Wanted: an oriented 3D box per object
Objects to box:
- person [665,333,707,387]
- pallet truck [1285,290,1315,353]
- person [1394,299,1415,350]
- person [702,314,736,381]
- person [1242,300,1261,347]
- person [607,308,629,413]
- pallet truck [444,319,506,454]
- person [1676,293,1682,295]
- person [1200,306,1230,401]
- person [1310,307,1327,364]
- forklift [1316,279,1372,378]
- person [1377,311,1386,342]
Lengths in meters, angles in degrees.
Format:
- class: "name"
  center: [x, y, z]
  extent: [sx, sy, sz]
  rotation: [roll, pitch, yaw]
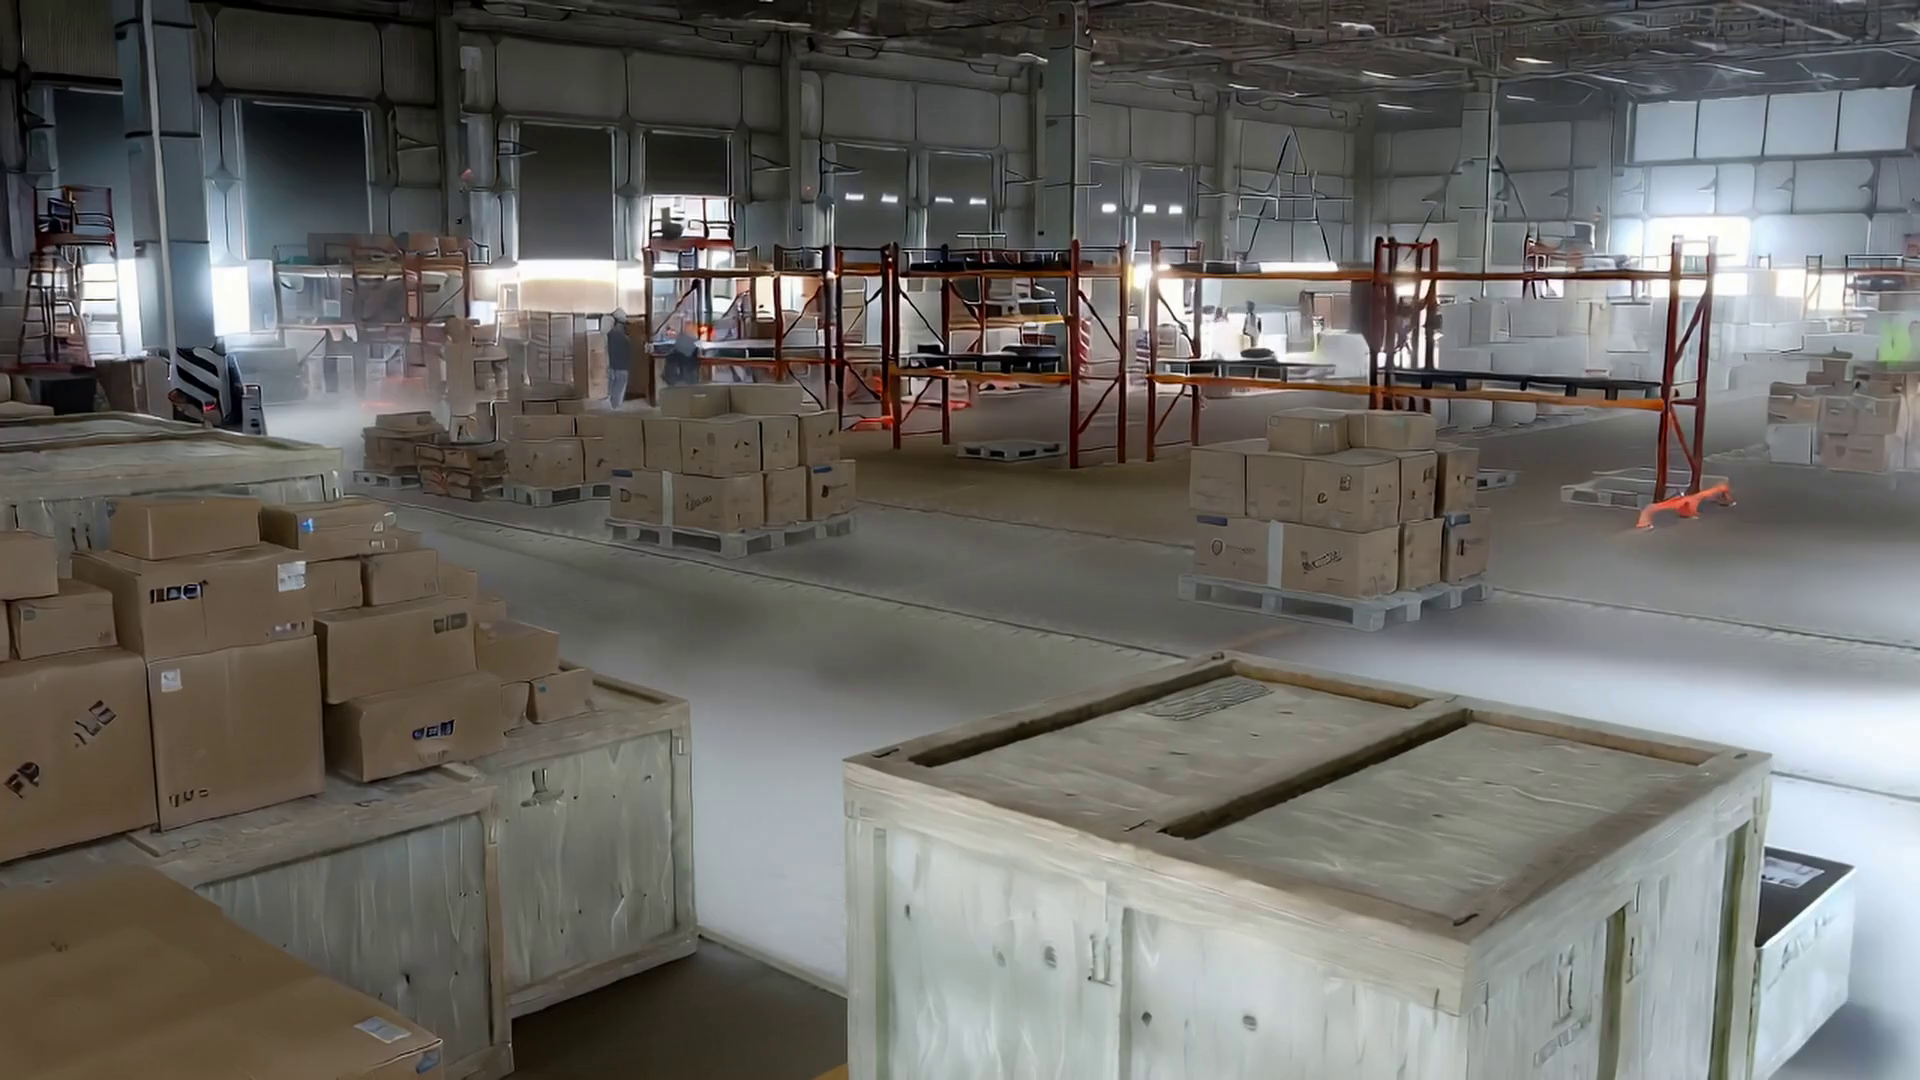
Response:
- class: "person"
  center: [-3.510, -1.820, 21.973]
  extent: [0.899, 1.800, 0.639]
  rotation: [4, 10, 25]
- class: "pallet truck"
  center: [11.297, -6.951, 52.861]
  extent: [1.885, 1.965, 0.823]
  rotation: [-5, 11, -29]
- class: "person"
  center: [11.449, -5.225, 42.583]
  extent: [0.638, 1.909, 0.916]
  rotation: [5, 11, 29]
- class: "person"
  center: [-4.509, -3.323, 31.191]
  extent: [0.576, 1.821, 1.032]
  rotation: [6, 11, 35]
- class: "person"
  center: [7.537, -5.274, 43.046]
  extent: [0.506, 1.847, 0.345]
  rotation: [2, 9, 11]
- class: "person"
  center: [-5.764, -2.918, 28.136]
  extent: [0.372, 1.997, 0.621]
  rotation: [1, 9, 7]
- class: "pallet truck"
  center: [-6.981, -1.942, 22.150]
  extent: [1.885, 1.965, 0.823]
  rotation: [1, 9, 9]
- class: "person"
  center: [21.090, -6.283, 48.947]
  extent: [0.542, 1.939, 0.362]
  rotation: [-4, 10, -24]
- class: "person"
  center: [5.047, -3.750, 33.508]
  extent: [0.784, 1.915, 0.659]
  rotation: [-5, 10, -27]
- class: "person"
  center: [9.835, -5.517, 45.234]
  extent: [0.531, 1.607, 0.726]
  rotation: [-9, 13, -43]
- class: "forklift"
  center: [9.657, -5.290, 39.979]
  extent: [1.873, 2.768, 1.129]
  rotation: [-1, 9, -7]
- class: "person"
  center: [10.199, -4.808, 40.502]
  extent: [0.492, 1.742, 0.315]
  rotation: [-5, 10, -28]
